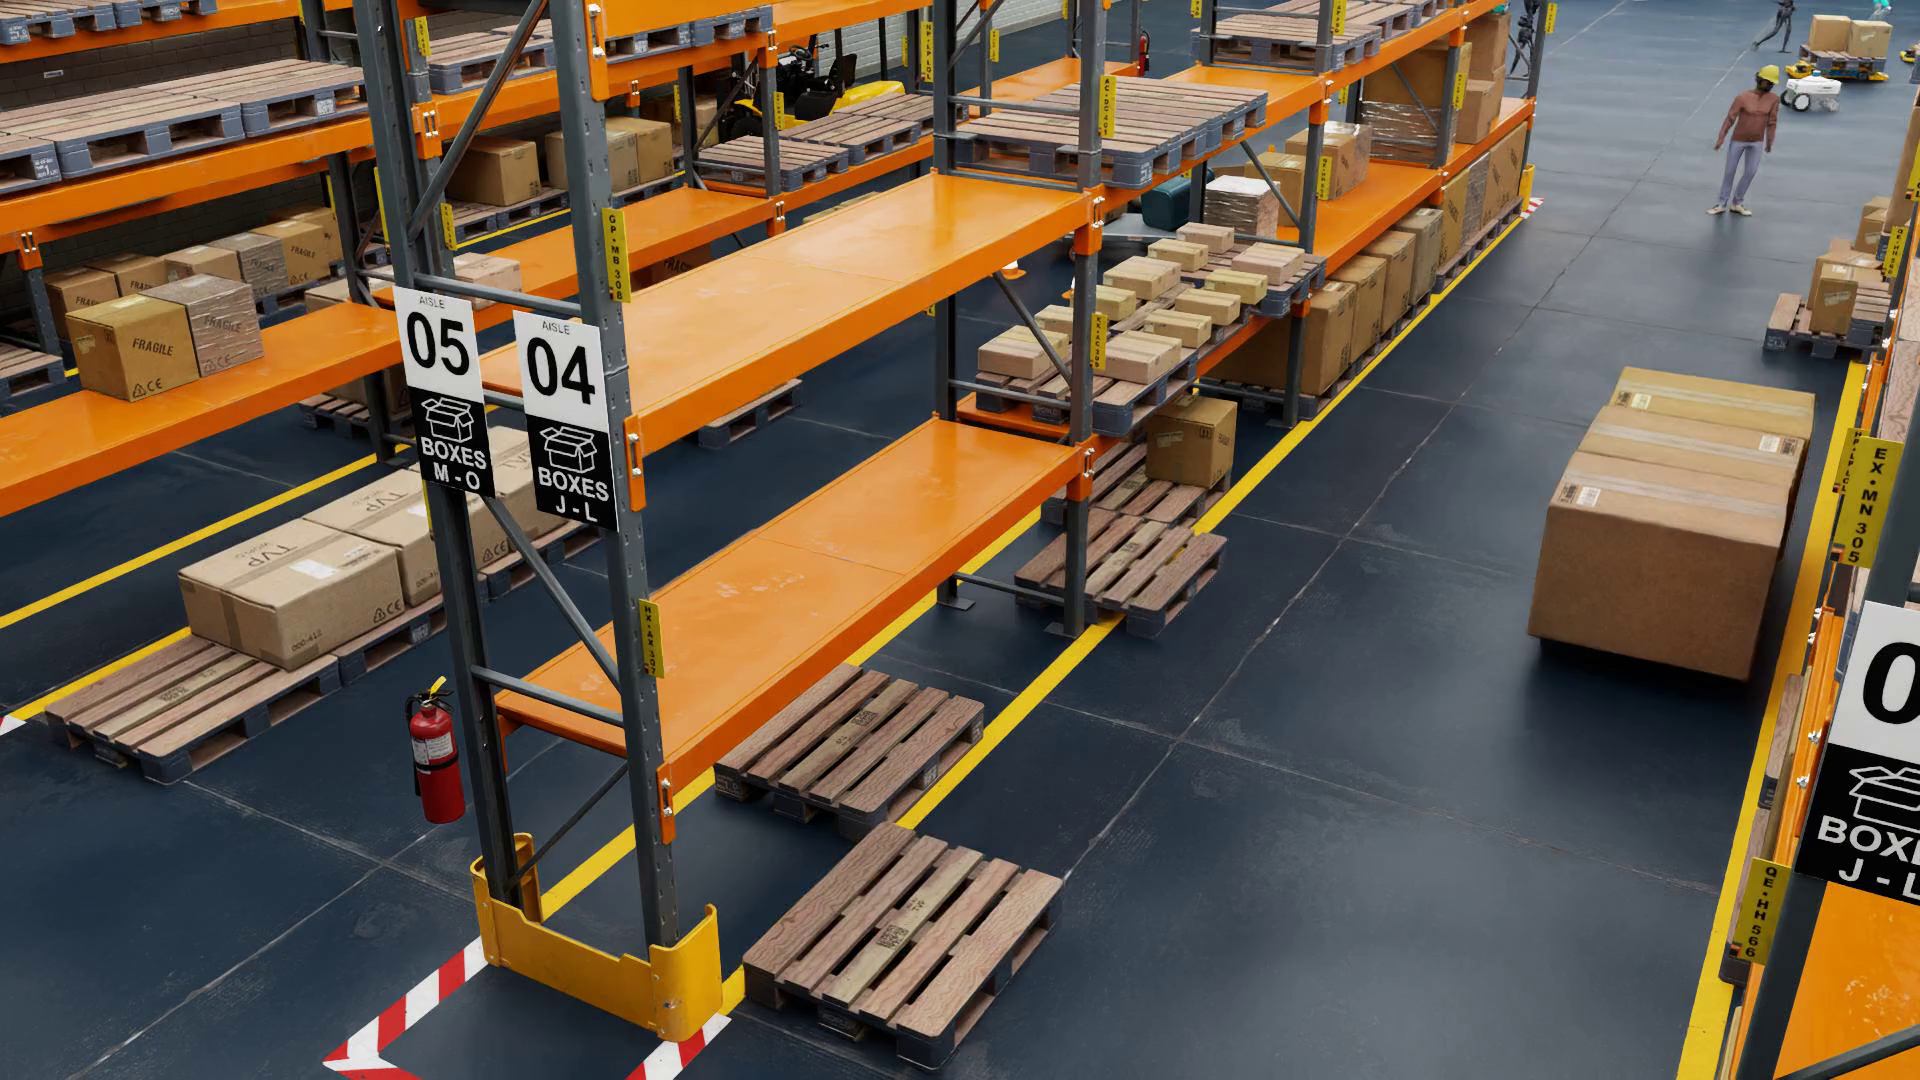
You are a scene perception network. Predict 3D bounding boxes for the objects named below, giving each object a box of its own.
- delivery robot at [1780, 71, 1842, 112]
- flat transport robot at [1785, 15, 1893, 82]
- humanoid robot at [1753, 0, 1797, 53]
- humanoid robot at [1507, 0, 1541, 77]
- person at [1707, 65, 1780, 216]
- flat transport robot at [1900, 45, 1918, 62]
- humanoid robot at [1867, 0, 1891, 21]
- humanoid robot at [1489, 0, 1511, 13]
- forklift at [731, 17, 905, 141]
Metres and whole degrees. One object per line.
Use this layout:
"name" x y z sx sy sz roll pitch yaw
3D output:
"delivery robot" 12.825 -6.761 25.050 0.765 0.585 0.499 0 26 1
"flat transport robot" 14.476 -7.750 27.445 1.431 0.231 0.659 4 26 9
"humanoid robot" 14.551 -9.458 29.408 0.630 1.626 0.615 16 30 30
"humanoid robot" 9.267 -8.335 27.050 0.572 1.631 0.604 10 28 21
"person" 9.068 -4.595 19.193 0.620 1.747 0.376 2 26 3
"flat transport robot" 17.059 -8.346 28.684 1.431 0.231 0.659 10 27 20
"humanoid robot" 17.467 -10.486 31.461 0.723 1.799 0.537 9 27 19
"humanoid robot" 9.406 -9.497 29.378 0.530 1.761 0.733 -8 27 -16
"forklift" -1.819 -5.975 21.543 2.313 2.155 1.214 14 29 26
